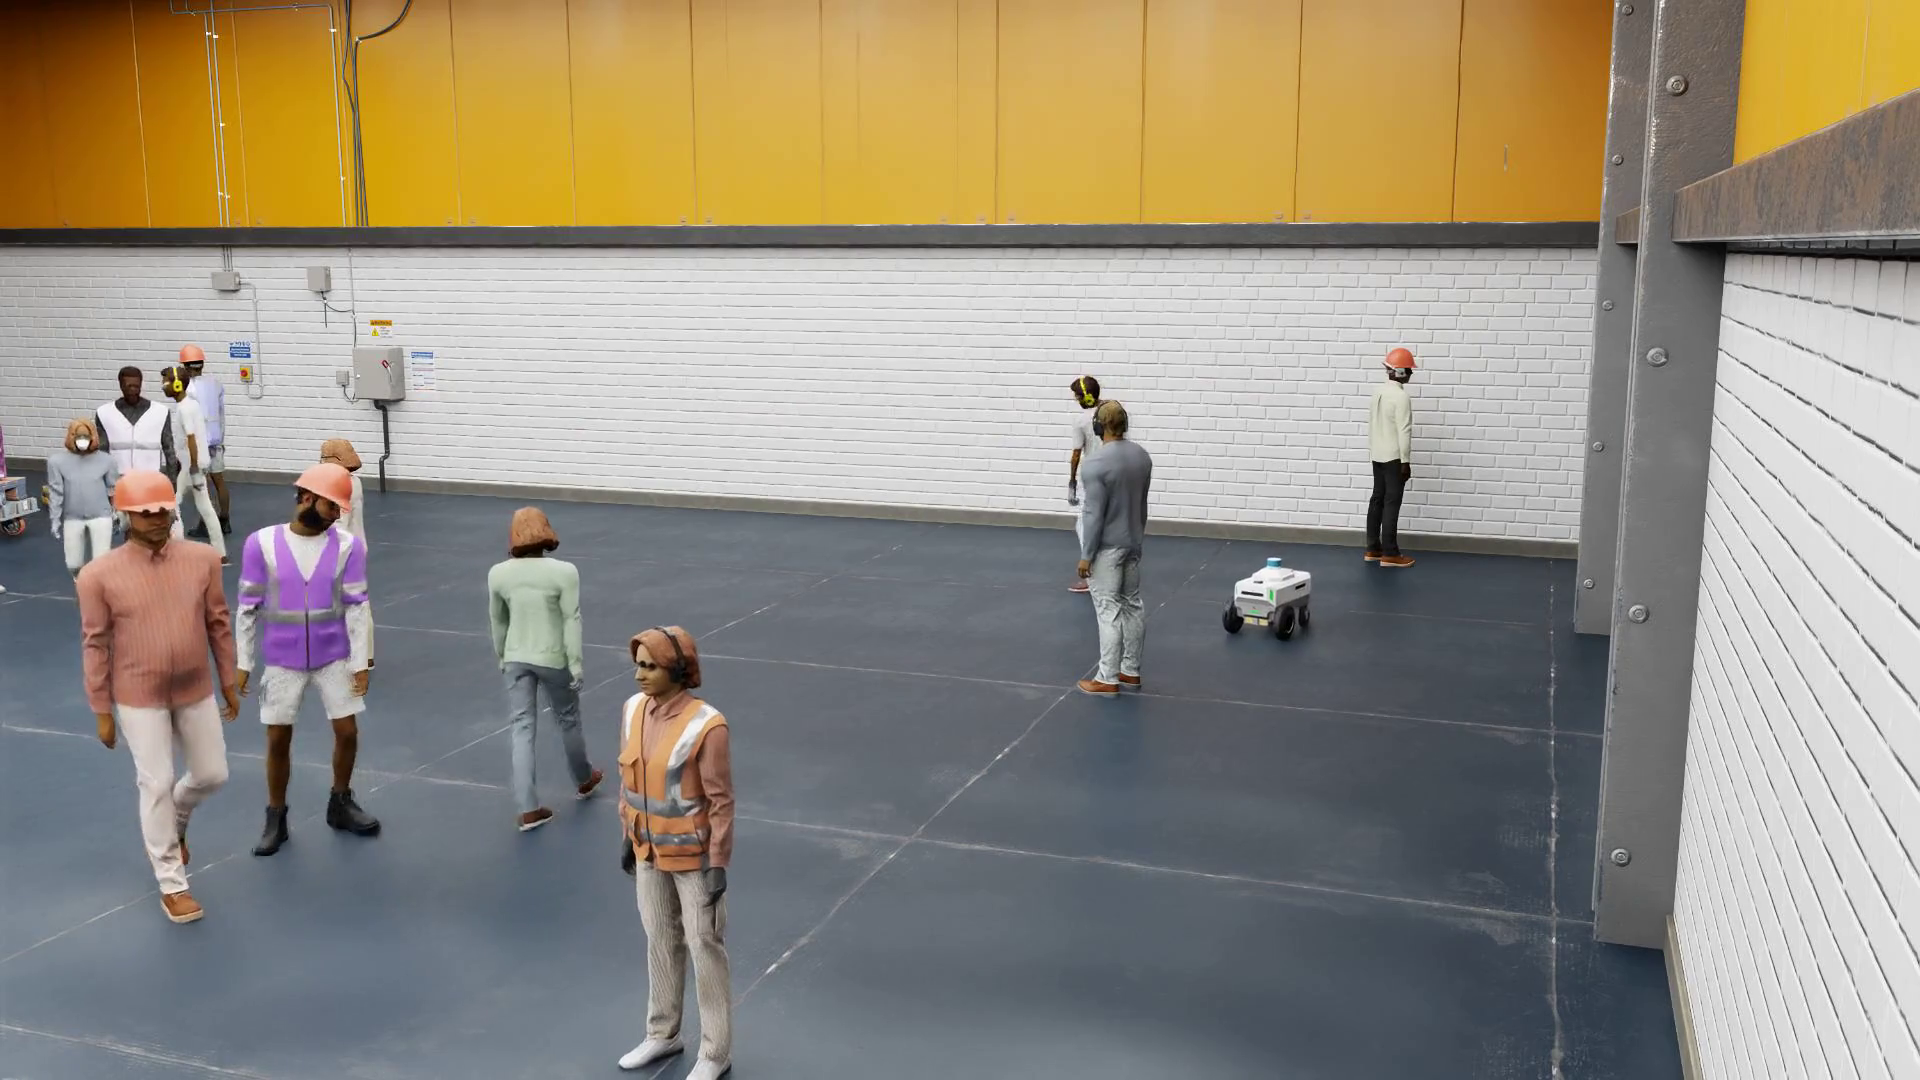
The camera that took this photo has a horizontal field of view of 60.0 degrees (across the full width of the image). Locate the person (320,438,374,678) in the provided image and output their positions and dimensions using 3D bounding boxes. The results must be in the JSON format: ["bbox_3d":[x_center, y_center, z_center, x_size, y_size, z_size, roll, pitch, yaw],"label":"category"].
[{"bbox_3d":[-4.155,0.125,11.258,0.276,1.633,0.507,-1,10,-6],"label":"person"}]

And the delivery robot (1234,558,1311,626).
[{"bbox_3d":[2.374,0.380,12.601,0.477,0.478,0.707,7,12,36],"label":"delivery robot"}]

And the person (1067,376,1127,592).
[{"bbox_3d":[1.185,-0.463,14.035,0.651,1.835,0.386,-3,11,-18],"label":"person"}]

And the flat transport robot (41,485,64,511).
[{"bbox_3d":[-9.680,-0.467,18.434,0.652,0.197,1.431,-8,13,-38],"label":"flat transport robot"}]

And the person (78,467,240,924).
[{"bbox_3d":[-3.518,0.651,7.317,0.665,1.978,0.639,9,14,42],"label":"person"}]

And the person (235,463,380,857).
[{"bbox_3d":[-3.169,0.573,8.032,0.625,1.891,0.375,-5,11,-26],"label":"person"}]

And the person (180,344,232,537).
[{"bbox_3d":[-7.627,-0.991,16.700,0.374,1.934,0.549,4,11,23],"label":"person"}]

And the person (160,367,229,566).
[{"bbox_3d":[-7.029,-0.637,14.983,0.762,1.841,0.541,-3,10,-15],"label":"person"}]

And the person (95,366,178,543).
[{"bbox_3d":[-7.053,-0.546,14.266,0.614,1.906,0.628,-4,11,-24],"label":"person"}]

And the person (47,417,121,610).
[{"bbox_3d":[-6.755,-0.160,12.889,0.500,1.615,0.532,-4,11,-22],"label":"person"}]

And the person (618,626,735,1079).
[{"bbox_3d":[-0.988,1.096,5.777,0.523,1.638,0.310,8,13,38],"label":"person"}]

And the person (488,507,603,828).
[{"bbox_3d":[-2.136,0.617,8.560,0.520,1.591,0.819,2,10,8],"label":"person"}]

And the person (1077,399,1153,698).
[{"bbox_3d":[0.989,0.057,10.796,0.378,1.937,0.629,9,14,43],"label":"person"}]

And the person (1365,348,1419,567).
[{"bbox_3d":[3.966,-0.760,15.230,0.397,1.992,0.623,-3,10,-14],"label":"person"}]

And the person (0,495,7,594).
[{"bbox_3d":[-8.236,-0.356,13.819,0.321,1.689,0.530,6,12,30],"label":"person"}]
